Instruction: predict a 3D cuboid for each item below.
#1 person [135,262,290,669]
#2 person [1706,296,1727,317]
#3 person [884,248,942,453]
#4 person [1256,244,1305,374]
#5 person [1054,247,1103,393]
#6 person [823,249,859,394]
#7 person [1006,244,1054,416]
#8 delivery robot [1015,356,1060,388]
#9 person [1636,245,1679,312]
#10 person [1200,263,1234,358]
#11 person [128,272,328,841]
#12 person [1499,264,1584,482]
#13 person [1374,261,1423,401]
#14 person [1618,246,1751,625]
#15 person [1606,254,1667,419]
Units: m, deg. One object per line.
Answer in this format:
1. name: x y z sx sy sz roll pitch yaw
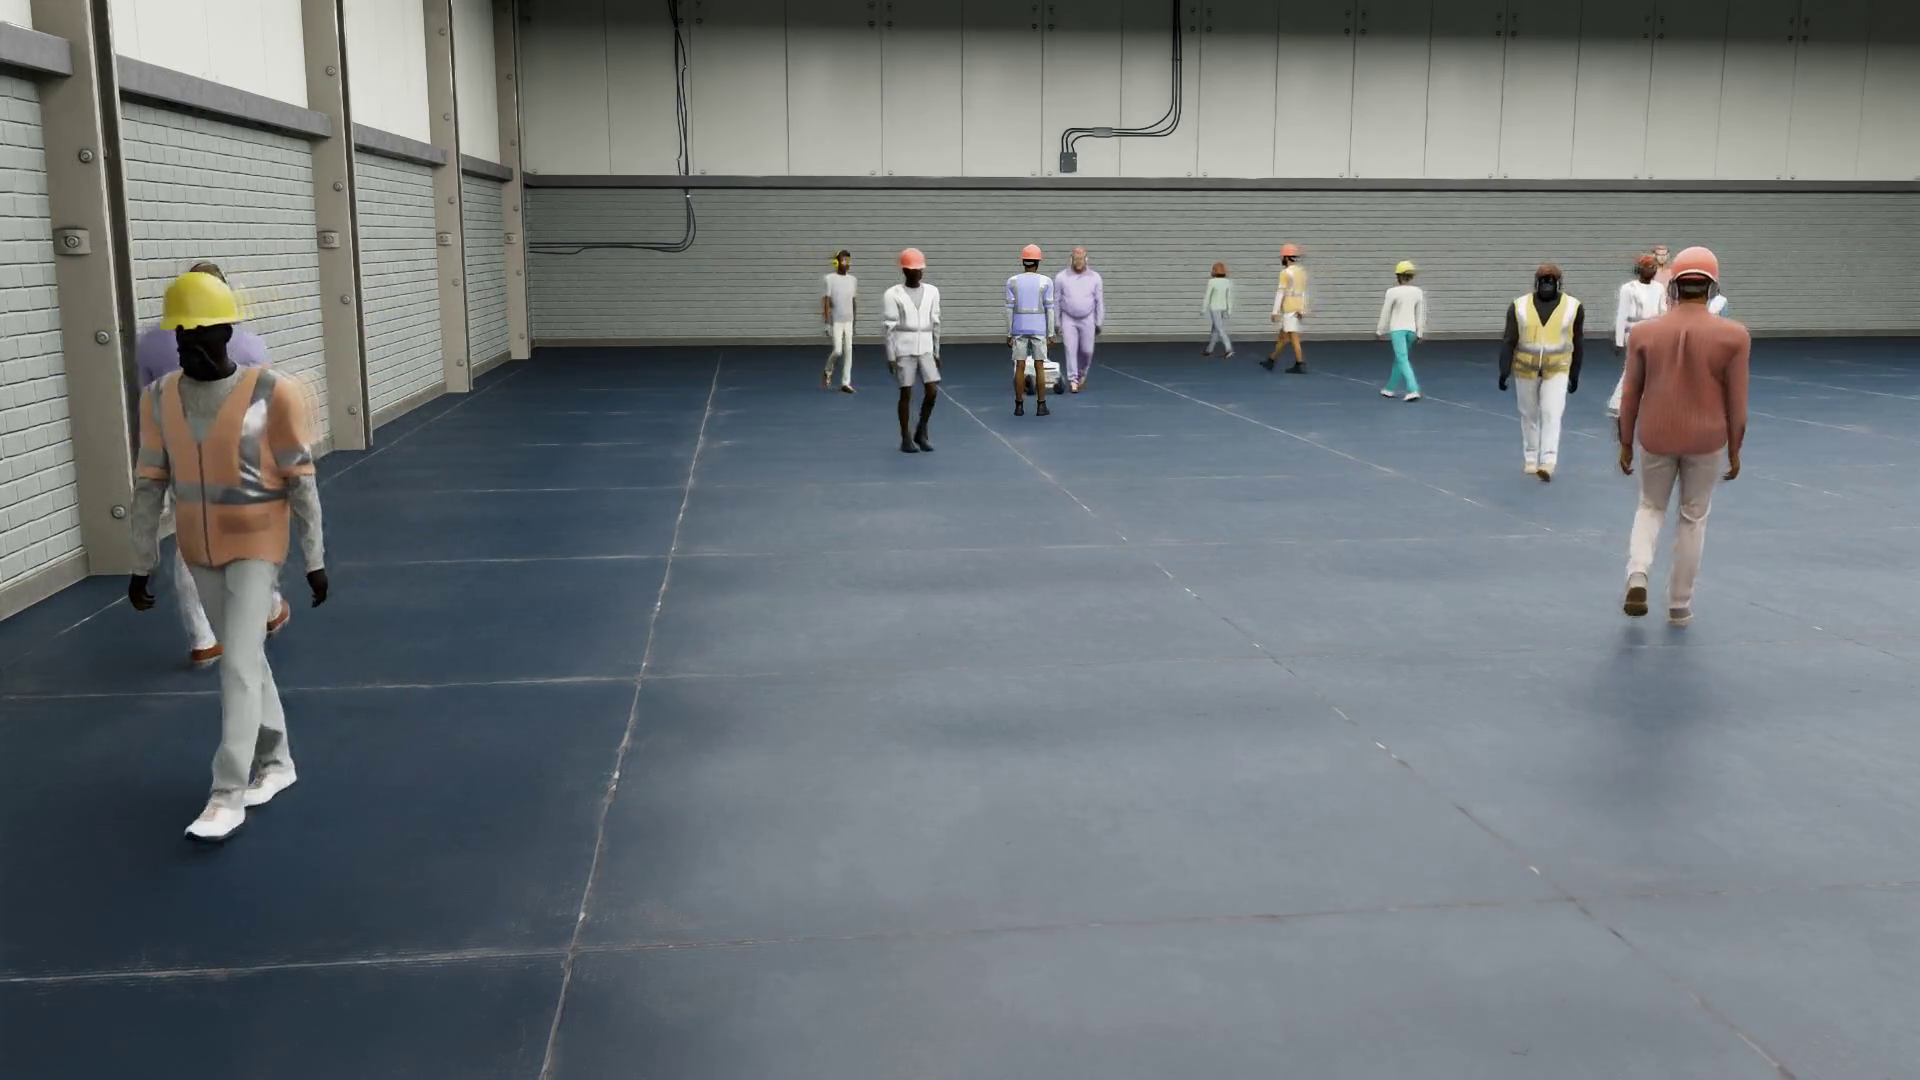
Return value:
1. person: -3.597 -0.384 8.088 0.630 1.892 0.958 -1 10 -5
2. person: 8.617 -2.291 19.350 0.541 1.584 0.878 4 11 20
3. person: -0.433 -1.758 15.543 0.569 1.914 0.508 -4 11 -22
4. person: 4.788 -3.433 24.776 0.930 1.896 0.570 8 13 38
5. person: 1.541 -2.879 21.779 0.650 1.888 0.664 0 10 -1
6. person: -1.551 -2.831 21.594 0.538 1.856 0.506 -8 13 -37
7. person: 0.795 -2.373 18.864 0.551 1.935 0.375 2 10 9
8. delivery robot: 0.997 -2.209 21.503 0.477 0.478 0.707 -5 11 -24
9. person: 10.663 -3.541 25.397 0.661 1.886 0.599 1 10 4
10. person: 4.359 -3.861 27.961 0.498 1.595 0.819 -9 13 -39
11. person: -2.551 0.058 5.635 0.619 1.892 0.857 2 11 12
12. person: 4.856 -1.401 13.943 0.653 1.789 0.966 5 11 23
13. person: 5.493 -2.593 20.662 0.533 1.721 0.901 -5 11 -24
14. person: 3.726 -0.517 8.597 0.616 1.980 0.495 7 12 34
15. person: 7.484 -2.199 18.194 0.595 1.831 0.989 -5 11 -25
